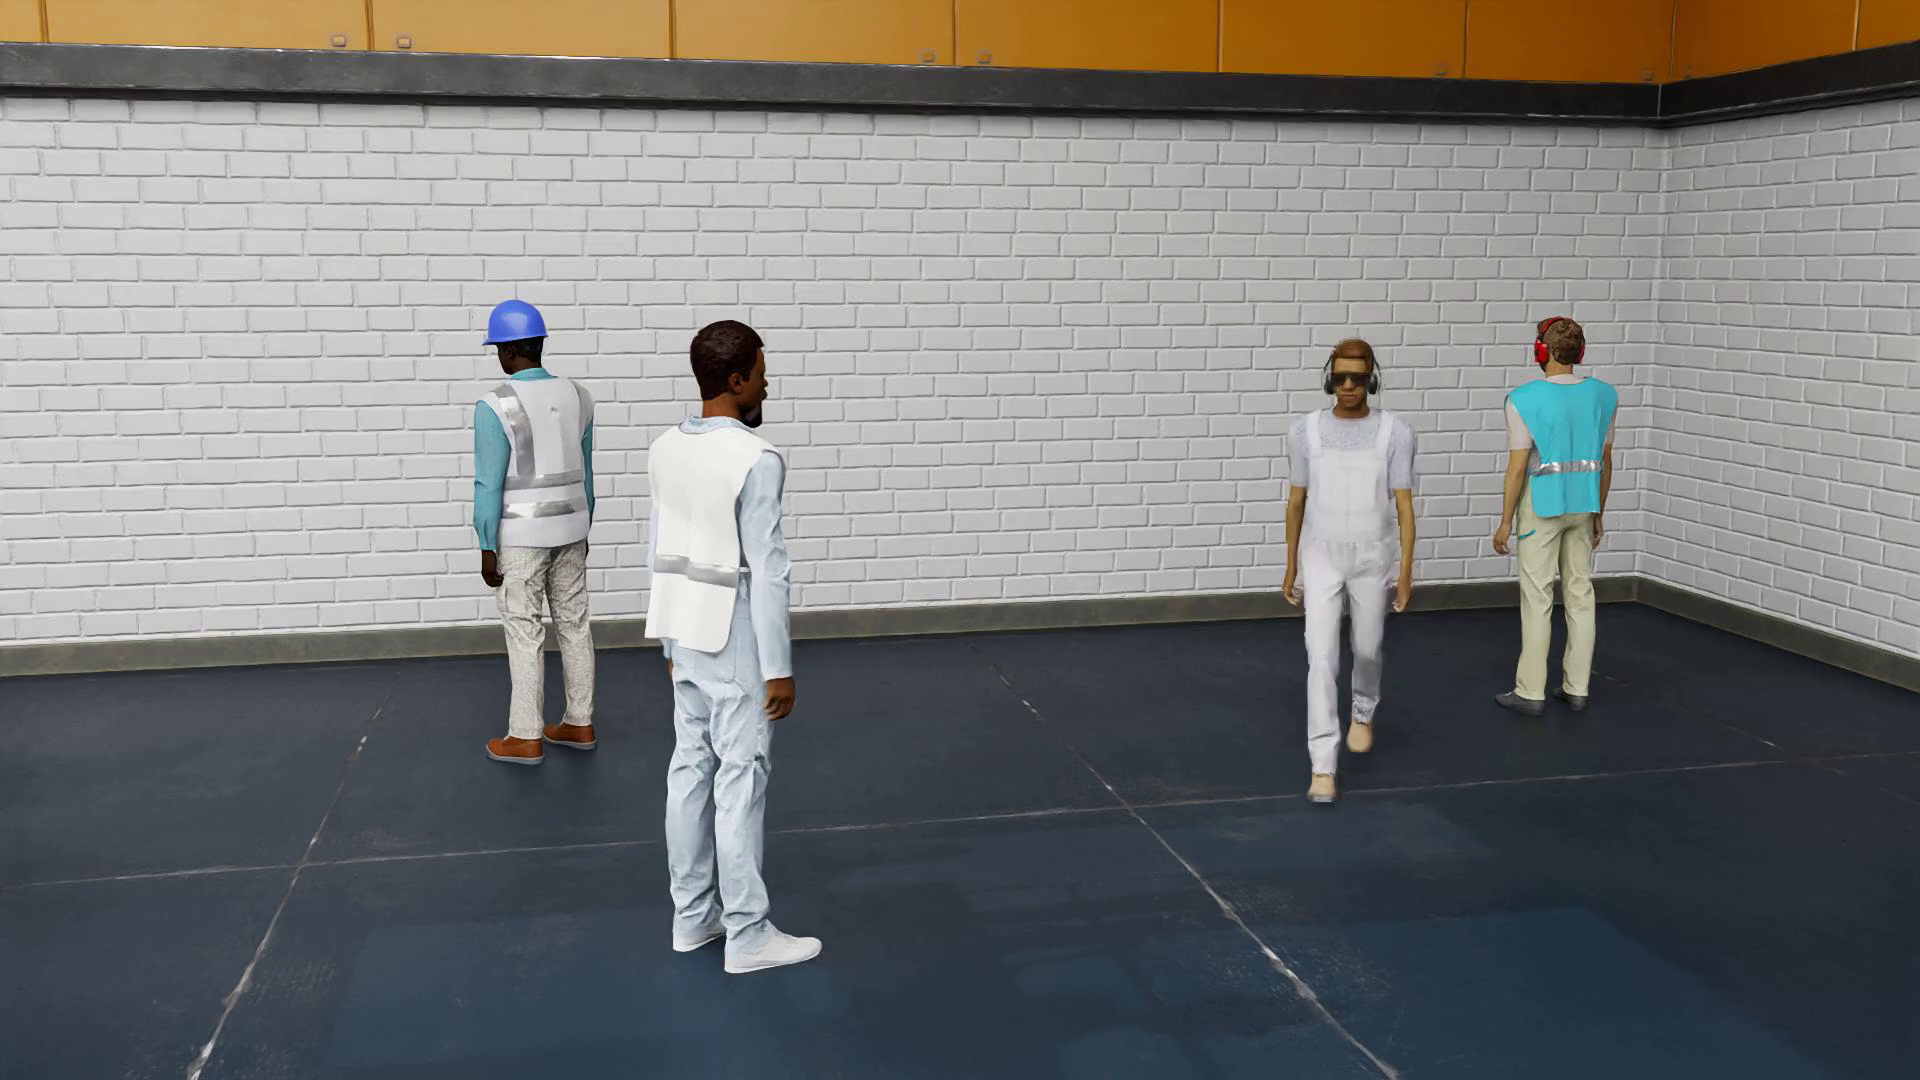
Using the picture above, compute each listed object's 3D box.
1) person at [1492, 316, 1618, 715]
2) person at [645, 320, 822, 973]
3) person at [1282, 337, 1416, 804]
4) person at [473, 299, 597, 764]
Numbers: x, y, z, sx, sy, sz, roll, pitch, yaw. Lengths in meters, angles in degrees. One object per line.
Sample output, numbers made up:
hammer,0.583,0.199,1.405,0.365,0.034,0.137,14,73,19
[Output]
person,2.756,-0.105,7.701,0.563,1.848,0.391,-2,10,-14
person,-0.709,0.315,4.926,0.398,1.920,0.590,-9,13,-42
person,1.577,0.076,6.752,0.516,1.810,0.949,3,10,15
person,-1.786,-0.030,6.984,0.416,1.939,0.604,7,11,35
